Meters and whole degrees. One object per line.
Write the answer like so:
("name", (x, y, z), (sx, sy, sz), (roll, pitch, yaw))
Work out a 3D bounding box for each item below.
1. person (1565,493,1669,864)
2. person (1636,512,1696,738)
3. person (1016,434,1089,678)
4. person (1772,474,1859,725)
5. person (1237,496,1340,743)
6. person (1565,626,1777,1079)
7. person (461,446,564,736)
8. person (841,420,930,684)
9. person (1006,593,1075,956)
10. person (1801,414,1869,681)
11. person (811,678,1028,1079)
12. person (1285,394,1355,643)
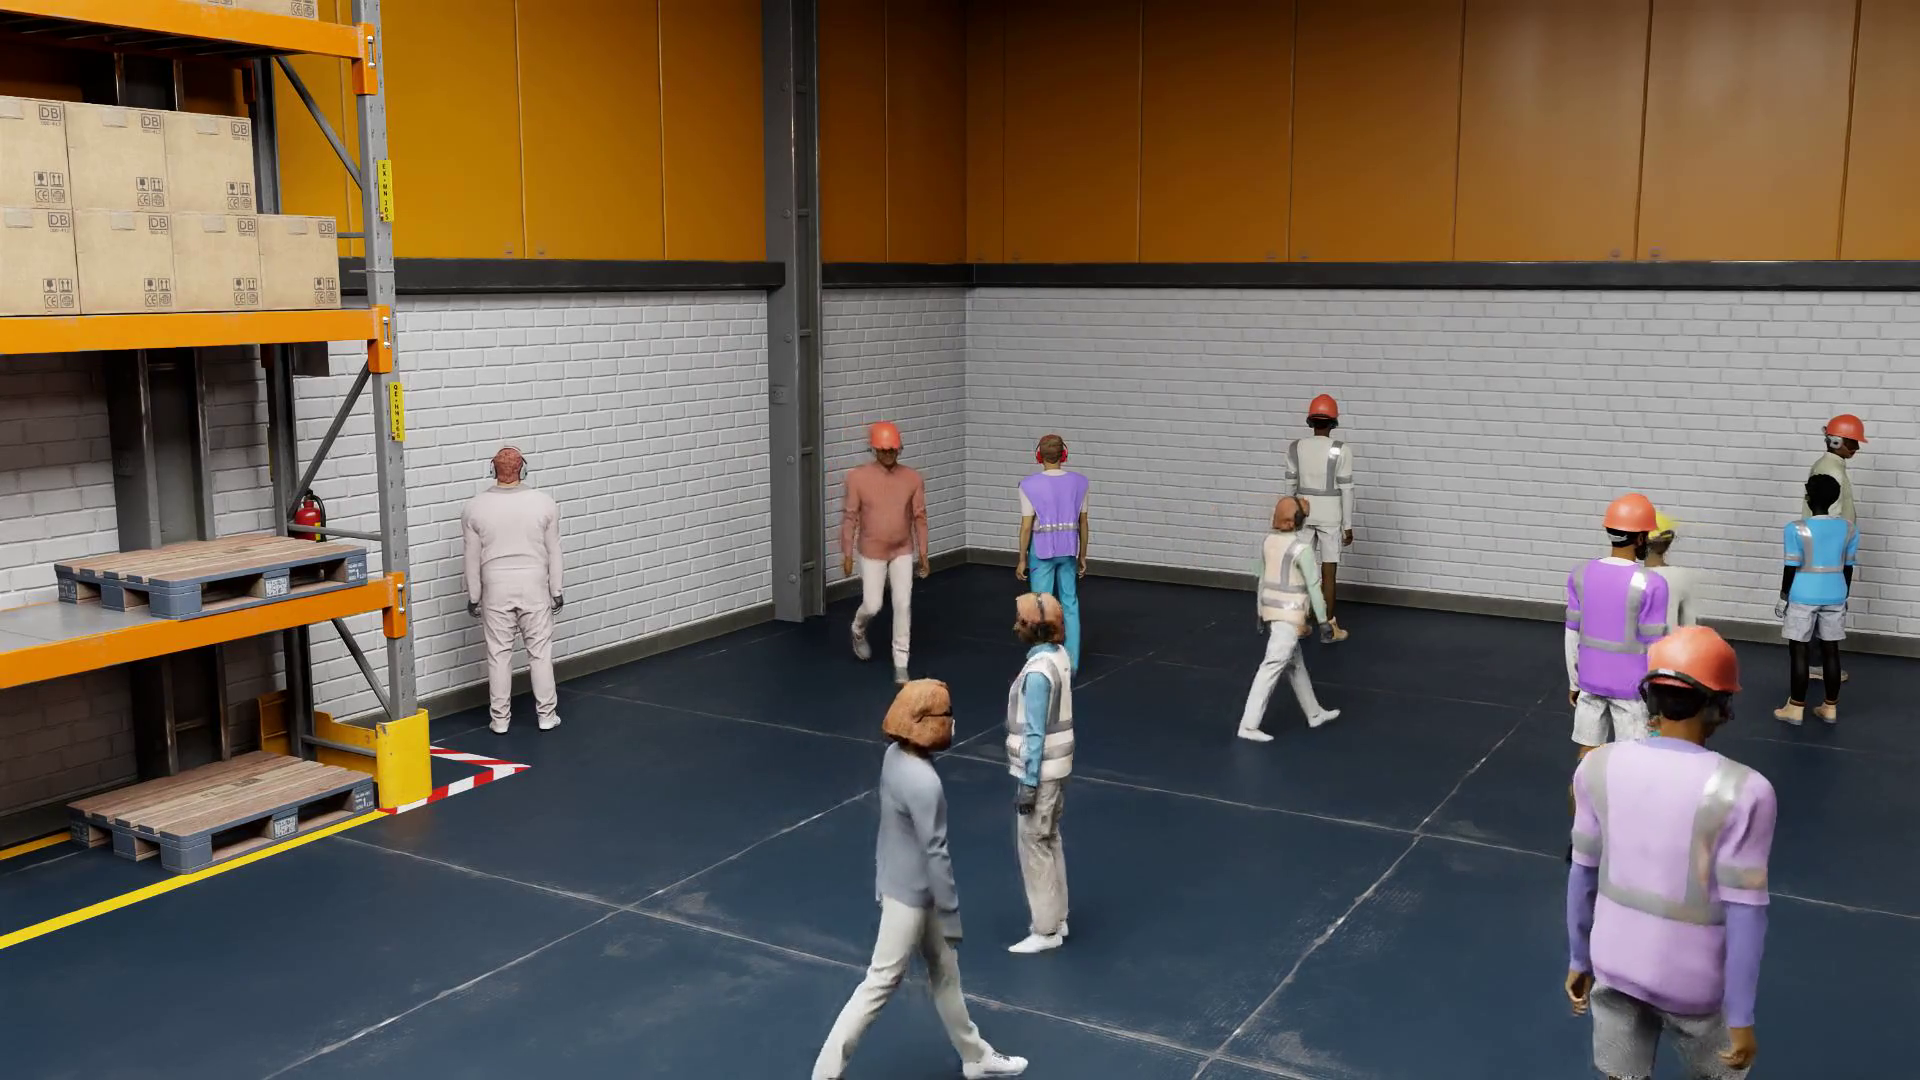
("person", (3.326, 0.728, 8.398), (0.356, 1.937, 0.552), (-7, 11, -35))
("person", (3.771, 0.685, 9.312), (0.524, 1.723, 0.903), (-4, 10, -24))
("person", (0.700, 0.134, 12.400), (0.569, 1.840, 0.374), (-4, 10, -22))
("person", (5.749, 0.400, 11.193), (0.540, 1.695, 0.317), (-1, 9, -7))
("person", (2.157, 0.514, 10.799), (0.853, 1.591, 0.527), (-3, 10, -20))
("person", (2.075, 1.256, 4.893), (0.563, 2.006, 0.630), (-7, 12, -38))
("person", (-2.929, 0.333, 10.954), (0.639, 1.910, 0.406), (-2, 9, -13))
("person", (-0.579, 0.064, 12.456), (0.652, 1.966, 0.679), (-3, 10, -17))
("person", (0.362, 1.039, 7.433), (0.309, 1.634, 0.558), (2, 9, 14))
("person", (6.530, 0.048, 12.495), (0.402, 1.985, 0.613), (3, 10, 19))
("person", (-0.179, 1.281, 6.038), (0.866, 1.588, 0.522), (-2, 9, -14))
("person", (2.967, -0.176, 13.700), (0.609, 2.048, 0.363), (7, 12, 38))
